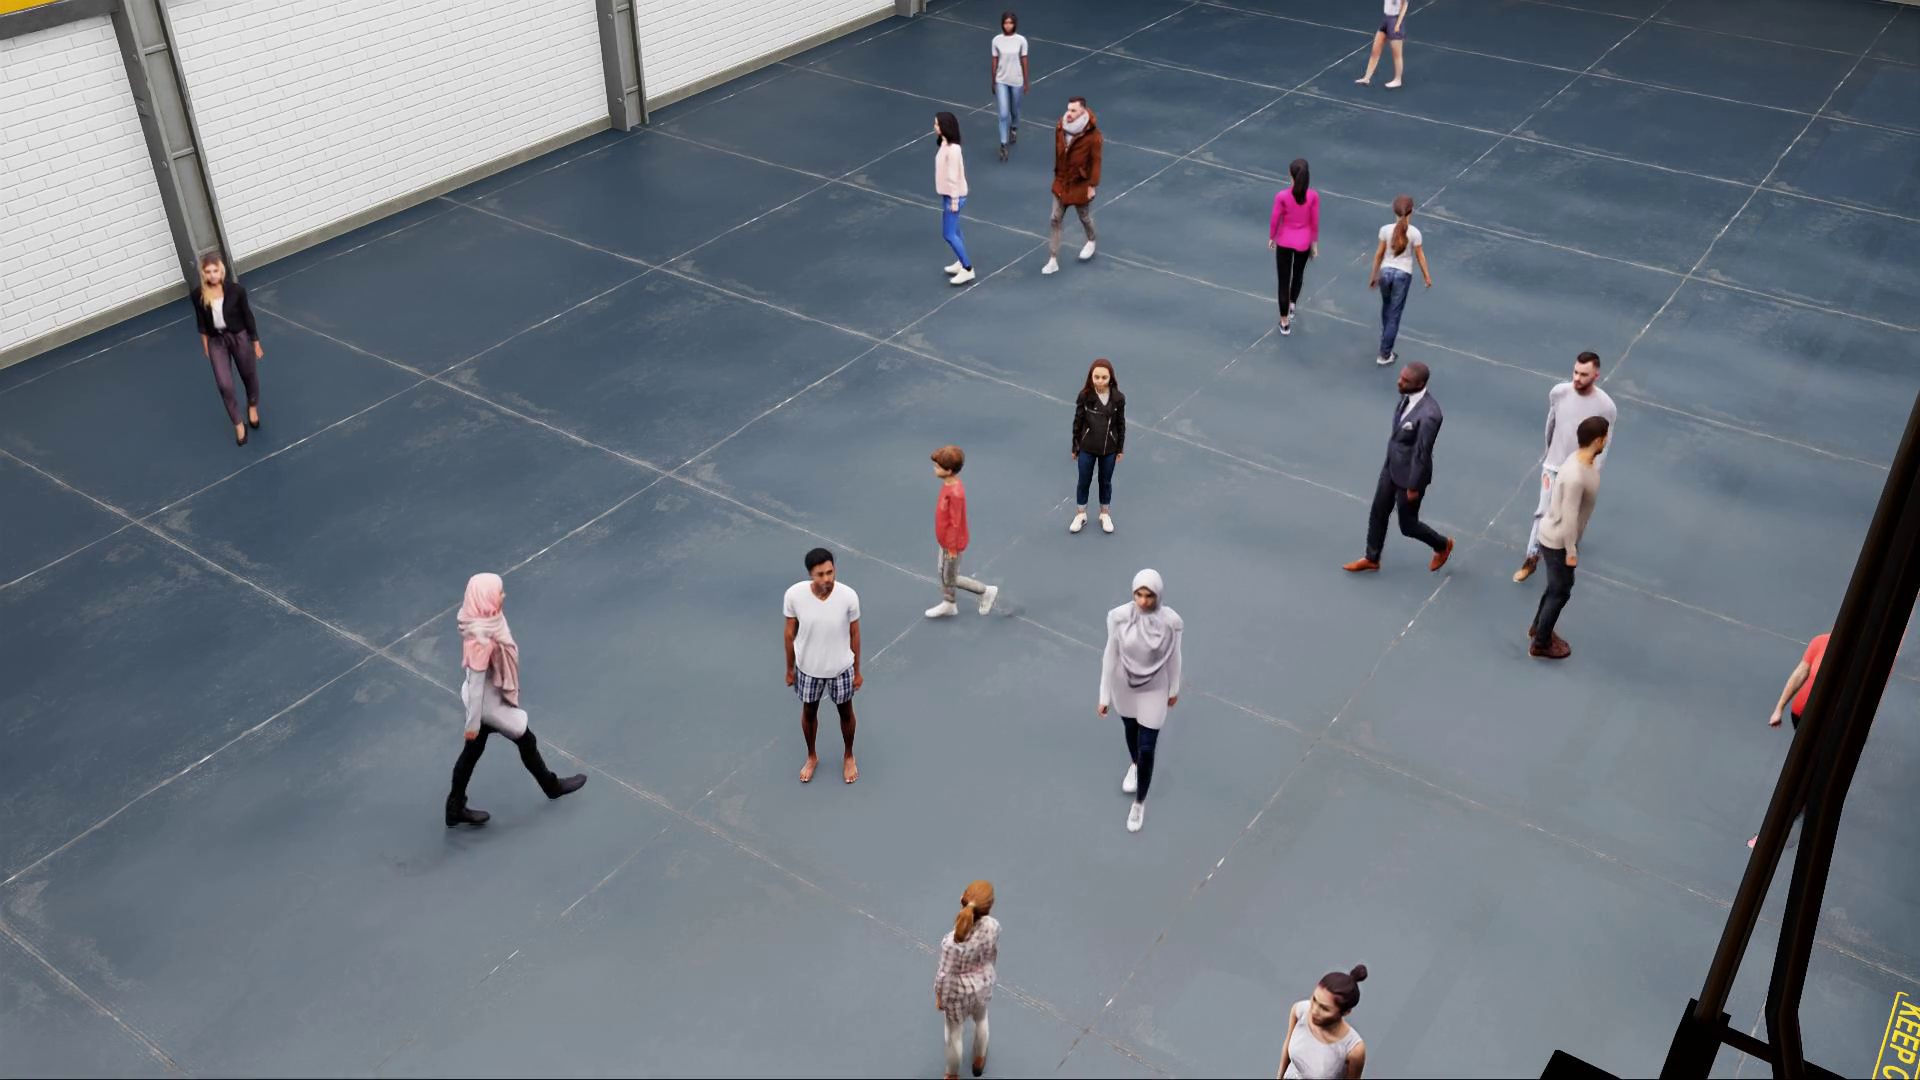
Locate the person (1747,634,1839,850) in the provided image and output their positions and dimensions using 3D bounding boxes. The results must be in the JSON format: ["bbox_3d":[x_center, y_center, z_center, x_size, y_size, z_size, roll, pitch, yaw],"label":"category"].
[{"bbox_3d":[5.255,1.088,10.058,1.218,1.641,0.867,-22,40,-30],"label":"person"}]

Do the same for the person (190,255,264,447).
[{"bbox_3d":[-6.224,-1.684,14.218,0.879,1.651,0.919,-10,35,-15],"label":"person"}]

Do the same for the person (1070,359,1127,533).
[{"bbox_3d":[1.074,-0.743,12.953,0.646,1.483,0.674,0,34,1],"label":"person"}]

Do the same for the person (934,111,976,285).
[{"bbox_3d":[-0.042,-3.458,16.798,0.823,1.750,0.759,-5,34,-8],"label":"person"}]

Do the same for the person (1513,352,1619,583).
[{"bbox_3d":[4.619,-0.603,12.463,0.748,1.793,1.211,23,40,31],"label":"person"}]

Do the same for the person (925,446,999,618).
[{"bbox_3d":[0.014,-0.029,11.956,0.841,1.399,0.777,-6,34,-9],"label":"person"}]

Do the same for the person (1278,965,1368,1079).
[{"bbox_3d":[1.677,2.604,7.807,0.591,1.607,0.612,-26,42,-34],"label":"person"}]

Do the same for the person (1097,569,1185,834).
[{"bbox_3d":[1.129,0.870,10.286,0.753,1.751,0.951,12,35,17],"label":"person"}]

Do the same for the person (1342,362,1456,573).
[{"bbox_3d":[3.369,-0.488,12.287,1.150,1.798,1.091,-5,34,-7],"label":"person"}]

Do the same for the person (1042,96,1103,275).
[{"bbox_3d":[1.220,-3.665,17.066,0.745,1.798,1.120,20,38,27],"label":"person"}]

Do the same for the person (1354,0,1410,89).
[{"bbox_3d":[5.768,-6.755,21.868,0.991,1.628,0.873,-13,36,-18],"label":"person"}]

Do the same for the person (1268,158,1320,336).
[{"bbox_3d":[3.184,-2.757,15.805,0.850,1.680,0.945,1,34,1],"label":"person"}]

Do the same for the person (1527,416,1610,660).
[{"bbox_3d":[4.118,-0.019,11.551,0.775,1.830,0.615,22,40,30],"label":"person"}]

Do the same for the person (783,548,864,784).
[{"bbox_3d":[-0.845,0.770,10.448,0.714,1.737,0.720,1,34,1],"label":"person"}]

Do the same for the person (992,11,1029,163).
[{"bbox_3d":[0.603,-5.441,19.840,0.957,1.685,1.173,2,34,4],"label":"person"}]

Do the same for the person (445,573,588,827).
[{"bbox_3d":[-2.933,1.035,10.048,1.223,1.739,1.051,-9,35,-14],"label":"person"}]

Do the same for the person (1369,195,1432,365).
[{"bbox_3d":[4.002,-2.384,15.389,0.678,1.520,0.946,23,40,31],"label":"person"}]

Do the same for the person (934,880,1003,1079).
[{"bbox_3d":[0.035,2.312,8.533,0.803,1.290,0.535,27,42,34],"label":"person"}]
